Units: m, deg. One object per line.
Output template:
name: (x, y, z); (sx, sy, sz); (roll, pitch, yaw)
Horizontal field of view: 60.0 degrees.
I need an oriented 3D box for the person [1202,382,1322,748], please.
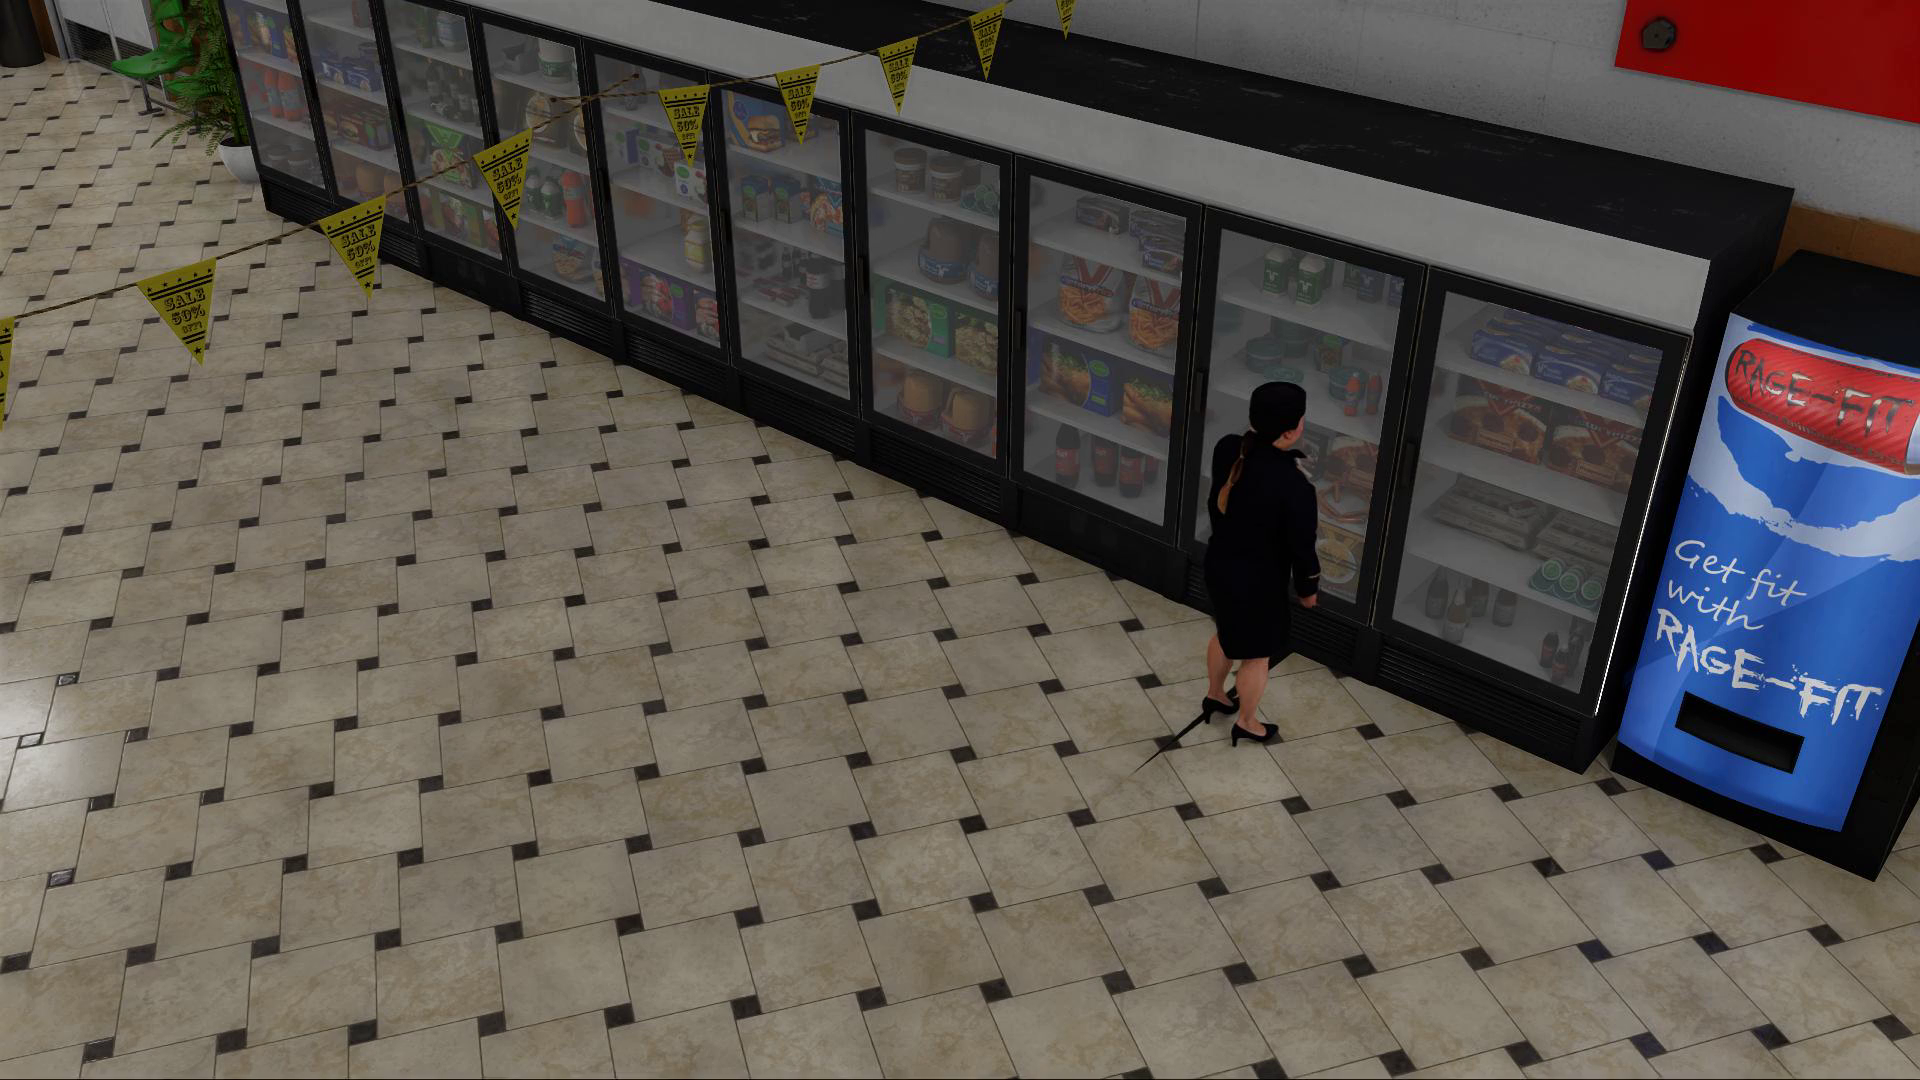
person: (1.165, 0.137, 6.715); (0.719, 1.671, 0.772); (-20, 37, -29)
